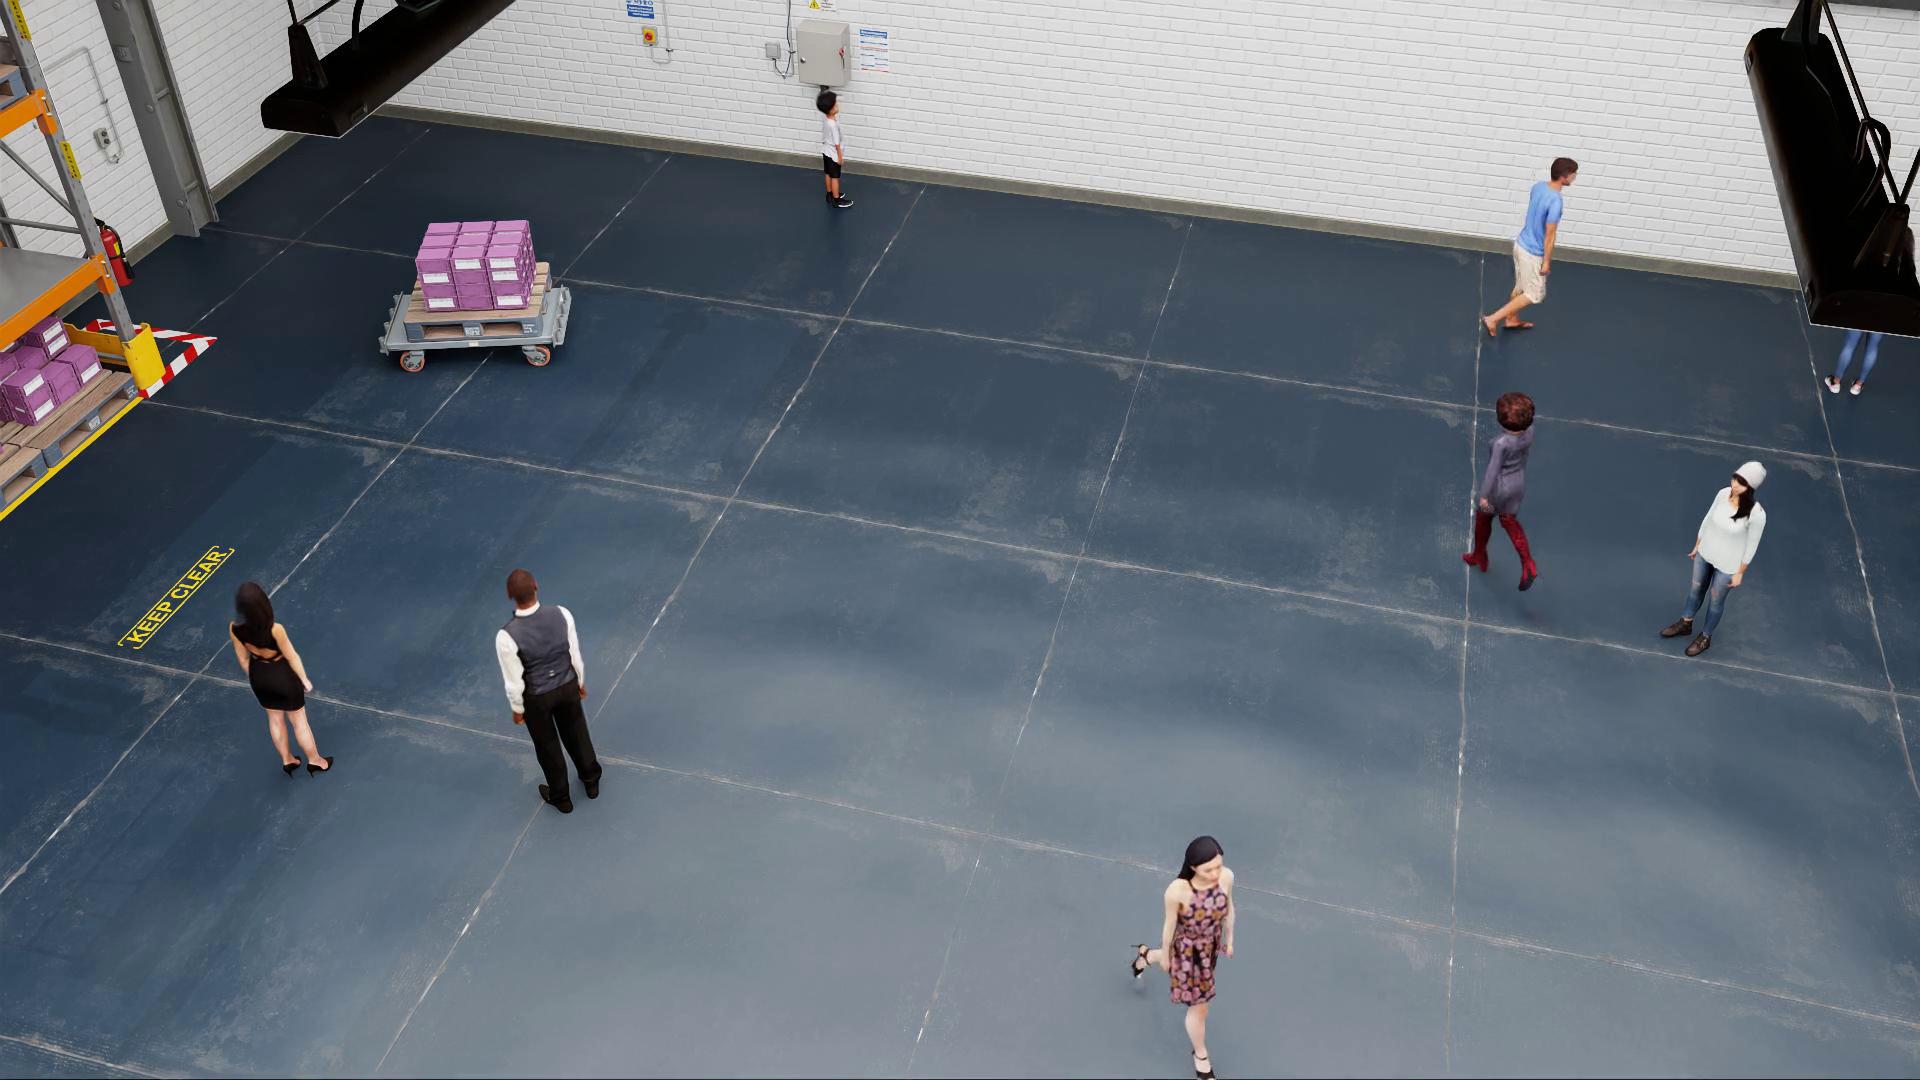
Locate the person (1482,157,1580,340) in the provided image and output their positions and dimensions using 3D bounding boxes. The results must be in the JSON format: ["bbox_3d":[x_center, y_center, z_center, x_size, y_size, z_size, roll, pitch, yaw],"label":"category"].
[{"bbox_3d":[5.193,-2.635,15.230,0.983,1.843,0.977,-8,39,-10],"label":"person"}]

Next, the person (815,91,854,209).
[{"bbox_3d":[-1.351,-4.135,17.570,0.653,1.265,0.590,-17,42,-20],"label":"person"}]

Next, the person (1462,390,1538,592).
[{"bbox_3d":[4.140,-0.338,12.475,0.985,1.690,1.048,-19,42,-22],"label":"person"}]

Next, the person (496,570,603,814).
[{"bbox_3d":[-2.633,0.978,10.647,0.745,1.917,0.837,-25,45,-28],"label":"person"}]

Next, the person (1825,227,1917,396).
[{"bbox_3d":[8.030,-2.010,14.631,0.600,1.612,0.590,12,40,15],"label":"person"}]

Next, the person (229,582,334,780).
[{"bbox_3d":[-4.489,0.934,10.912,0.595,1.652,0.517,4,39,5],"label":"person"}]

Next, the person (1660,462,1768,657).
[{"bbox_3d":[5.456,0.124,11.934,0.698,1.644,0.632,-19,42,-22],"label":"person"}]

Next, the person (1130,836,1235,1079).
[{"bbox_3d":[1.252,2.213,9.240,1.089,1.743,1.176,-19,42,-22],"label":"person"}]
